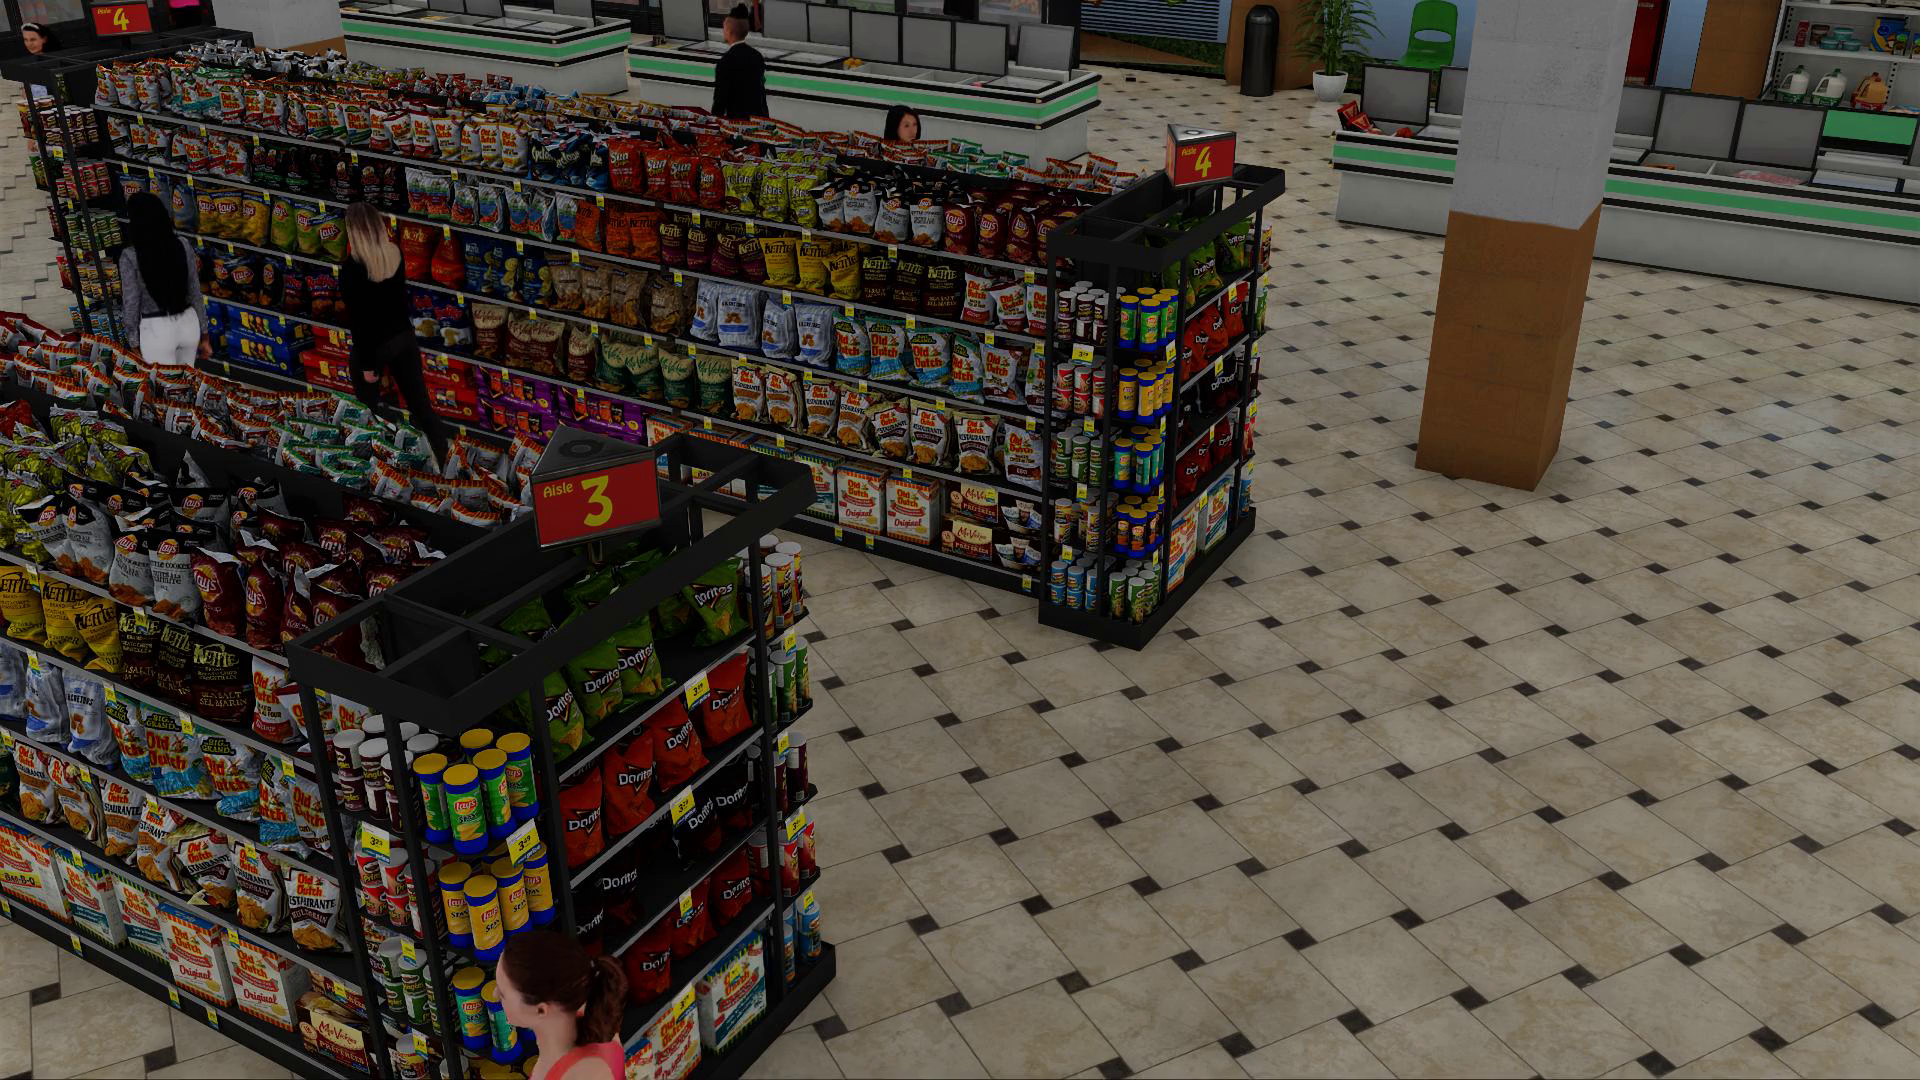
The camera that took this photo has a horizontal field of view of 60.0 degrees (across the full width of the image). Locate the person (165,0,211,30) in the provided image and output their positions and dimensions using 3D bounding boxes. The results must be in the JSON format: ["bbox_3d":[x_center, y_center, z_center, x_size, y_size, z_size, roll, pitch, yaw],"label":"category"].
[{"bbox_3d":[-8.913,-6.067,19.145,0.926,1.703,0.973,-6,28,-12],"label":"person"}]

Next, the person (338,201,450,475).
[{"bbox_3d":[-3.122,-1.015,9.257,1.136,1.635,0.622,15,30,27],"label":"person"}]

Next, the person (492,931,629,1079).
[{"bbox_3d":[-0.761,1.629,3.959,1.114,1.712,0.922,-1,27,-2],"label":"person"}]

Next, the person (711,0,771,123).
[{"bbox_3d":[-1.662,-3.330,13.498,0.997,1.929,0.770,12,29,23],"label":"person"}]

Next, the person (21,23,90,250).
[{"bbox_3d":[-7.319,-3.319,13.637,1.055,1.783,1.044,-2,27,-4],"label":"person"}]

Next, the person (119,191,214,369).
[{"bbox_3d":[-4.375,-1.081,9.316,1.096,1.699,0.711,20,33,34],"label":"person"}]
